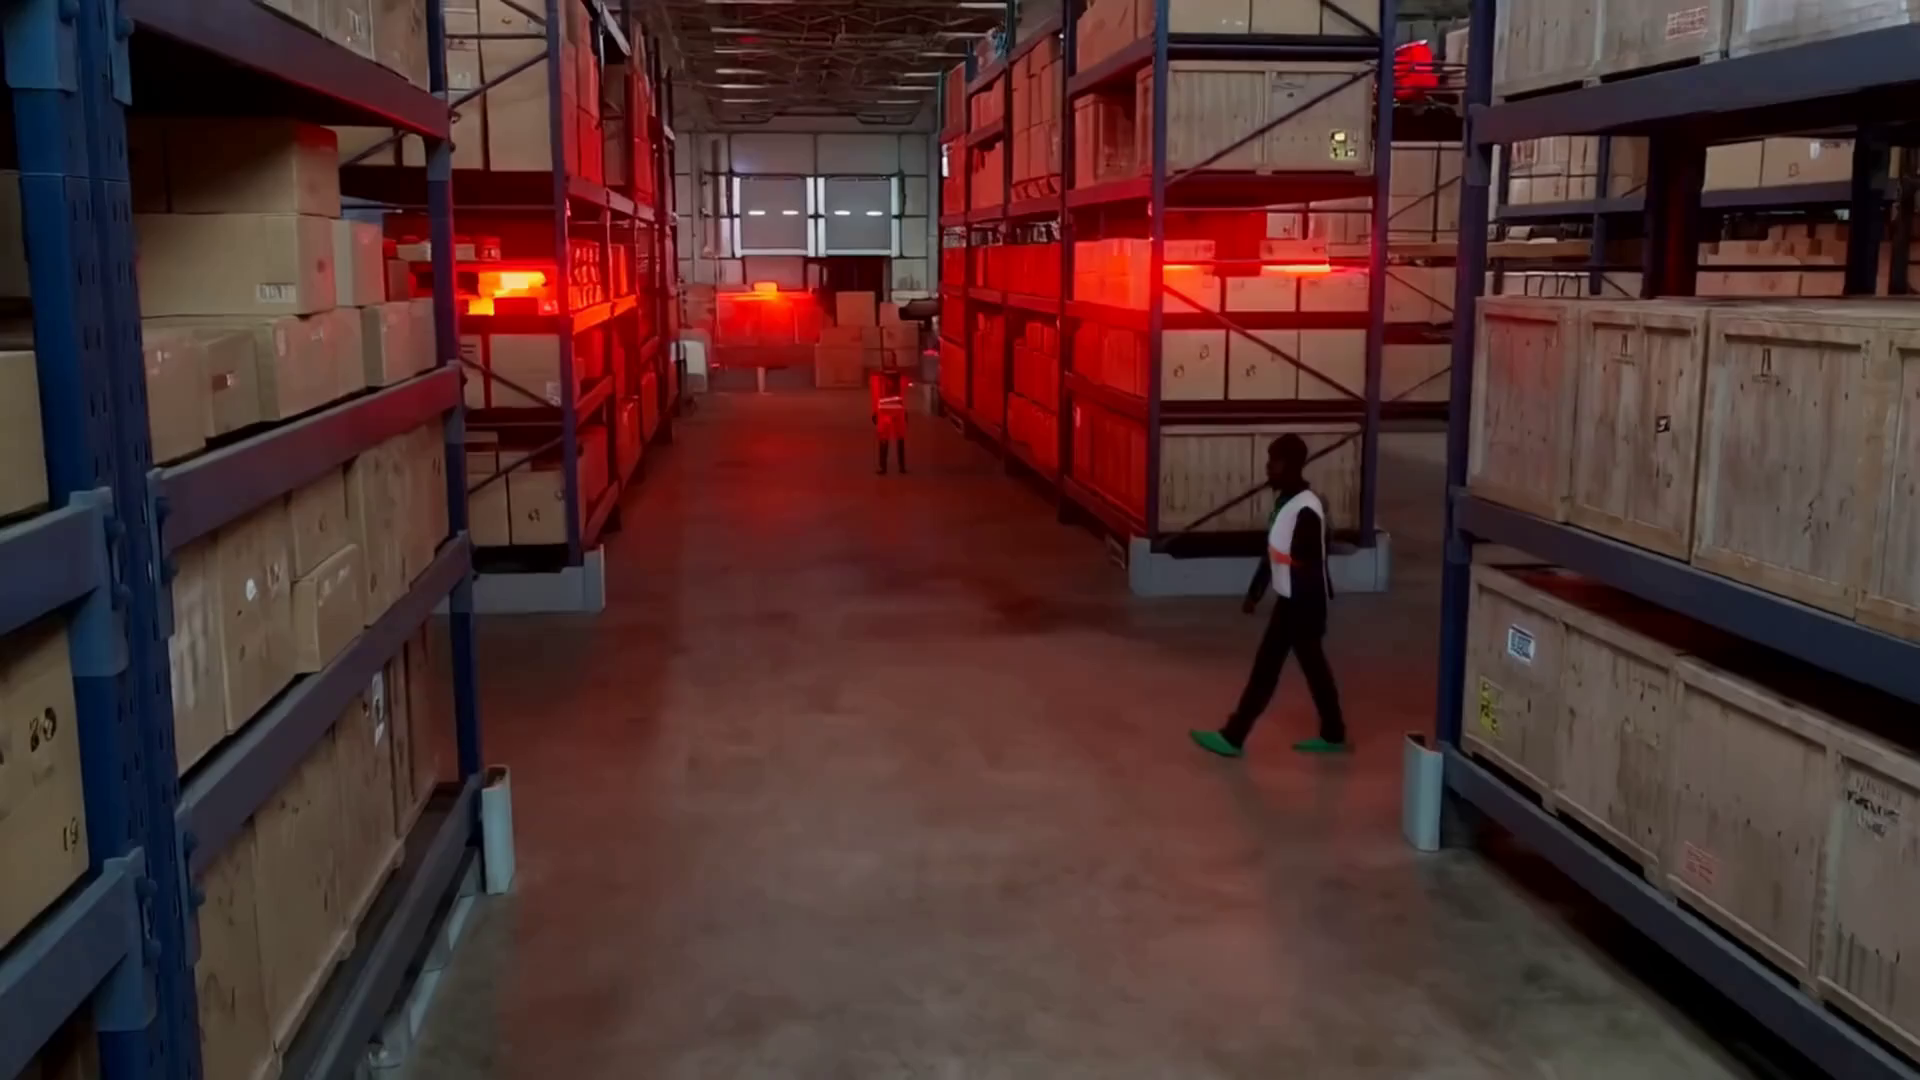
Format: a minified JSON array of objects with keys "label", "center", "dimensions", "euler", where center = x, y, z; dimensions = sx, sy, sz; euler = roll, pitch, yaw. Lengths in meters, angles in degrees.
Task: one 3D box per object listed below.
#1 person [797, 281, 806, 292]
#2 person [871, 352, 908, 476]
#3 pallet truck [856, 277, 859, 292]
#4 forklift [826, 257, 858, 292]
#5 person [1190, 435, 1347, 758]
[{"label":"person","center":[-5.743,-8.434,60.402],"dimensions":[0.373,1.941,0.627],"euler":[-3,10,-17]},{"label":"person","center":[-0.918,-1.648,21.810],"dimensions":[0.518,1.629,0.314],"euler":[-5,11,-25]},{"label":"pallet truck","center":[-3.782,-9.391,65.808],"dimensions":[1.885,1.965,0.823],"euler":[2,10,10]},{"label":"forklift","center":[-3.405,-6.789,48.088],"dimensions":[1.129,2.768,1.873],"euler":[6,12,33]},{"label":"person","center":[1.807,0.335,9.553],"dimensions":[0.986,1.872,0.599],"euler":[0,10,3]}]
